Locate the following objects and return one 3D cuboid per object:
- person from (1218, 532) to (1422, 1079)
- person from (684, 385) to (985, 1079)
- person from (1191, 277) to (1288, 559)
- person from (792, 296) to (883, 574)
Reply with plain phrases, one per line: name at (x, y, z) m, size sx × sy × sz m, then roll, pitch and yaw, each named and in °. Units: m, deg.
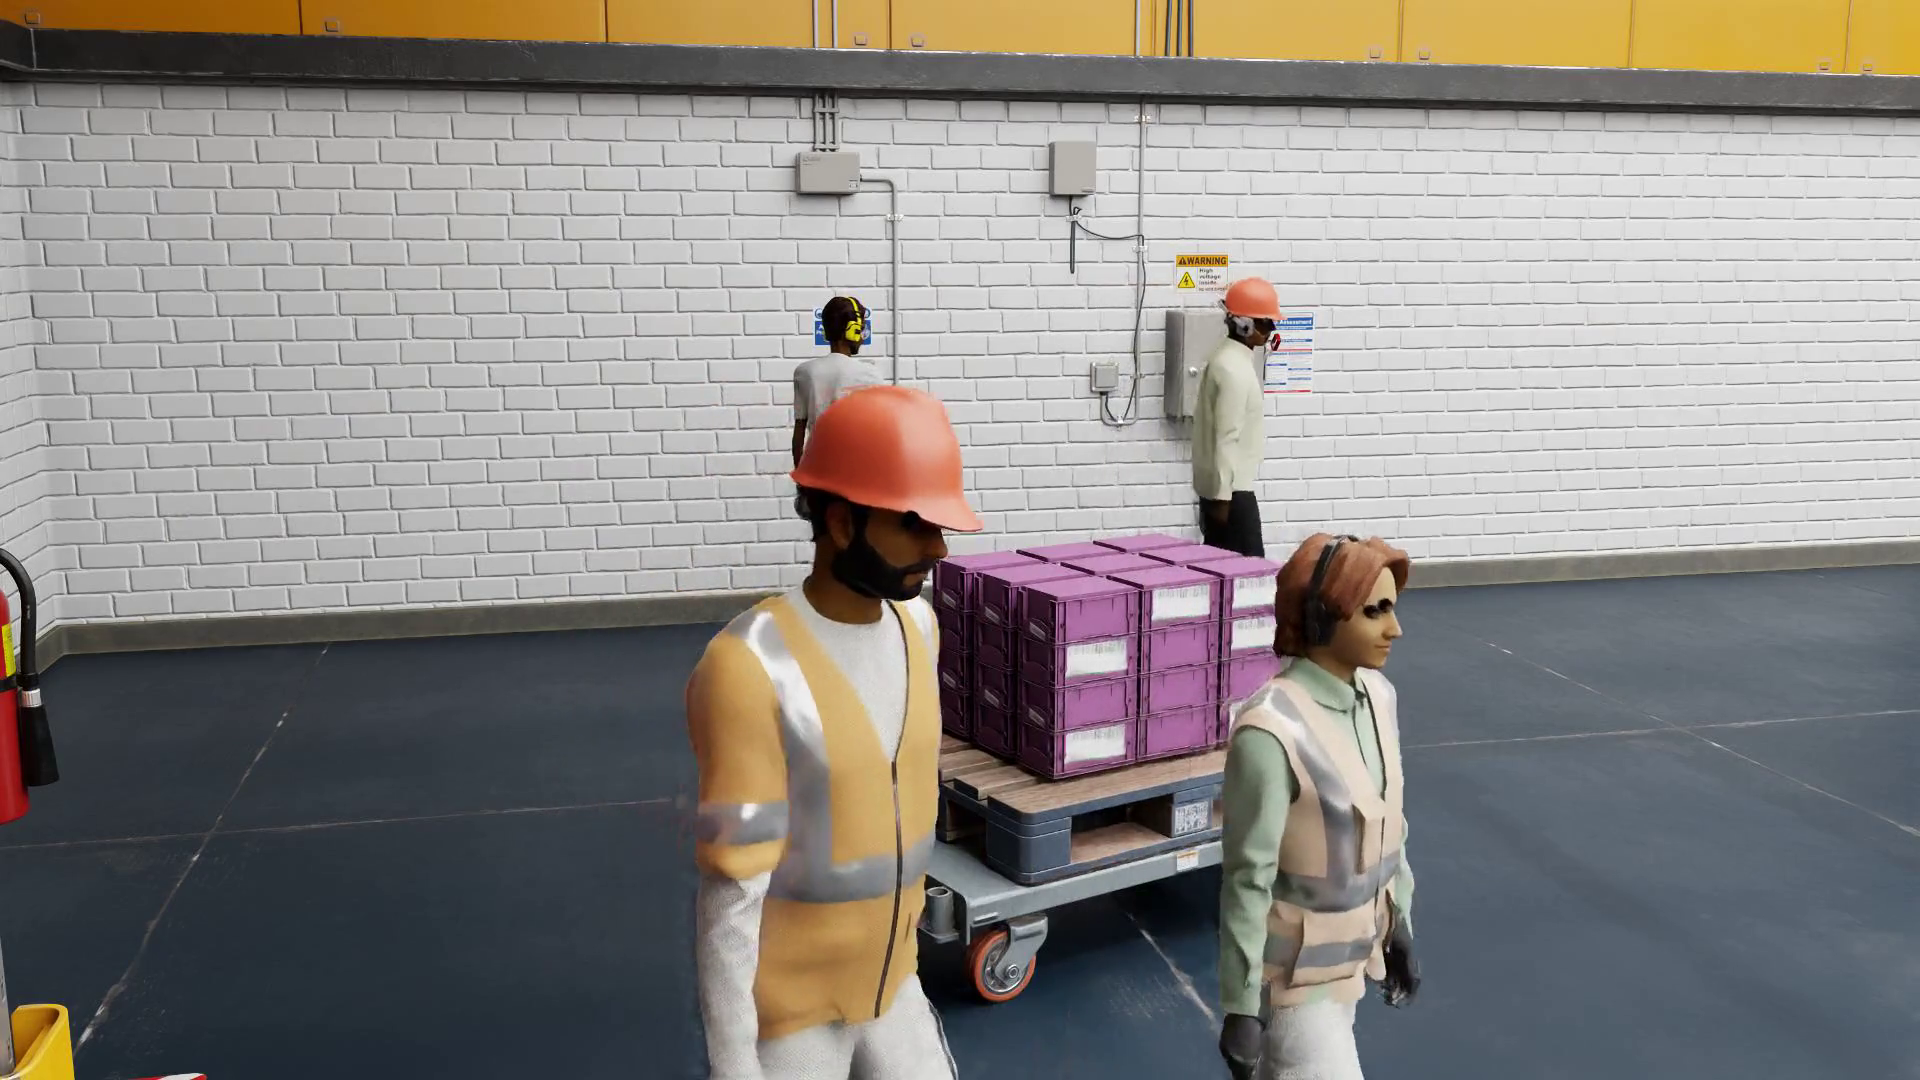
person at (0.705, 0.795, 2.959) m, size 0.563 × 1.619 × 0.538 m, roll 7°, pitch 12°, yaw 34°
person at (-0.215, 0.707, 2.662) m, size 0.492 × 1.912 × 0.586 m, roll 8°, pitch 13°, yaw 39°
person at (1.210, -0.286, 8.038) m, size 0.805 × 1.960 × 0.633 m, roll 0°, pitch 10°, yaw -1°
person at (-0.574, -0.248, 8.098) m, size 0.521 × 1.865 × 0.336 m, roll 5°, pitch 11°, yaw 26°
